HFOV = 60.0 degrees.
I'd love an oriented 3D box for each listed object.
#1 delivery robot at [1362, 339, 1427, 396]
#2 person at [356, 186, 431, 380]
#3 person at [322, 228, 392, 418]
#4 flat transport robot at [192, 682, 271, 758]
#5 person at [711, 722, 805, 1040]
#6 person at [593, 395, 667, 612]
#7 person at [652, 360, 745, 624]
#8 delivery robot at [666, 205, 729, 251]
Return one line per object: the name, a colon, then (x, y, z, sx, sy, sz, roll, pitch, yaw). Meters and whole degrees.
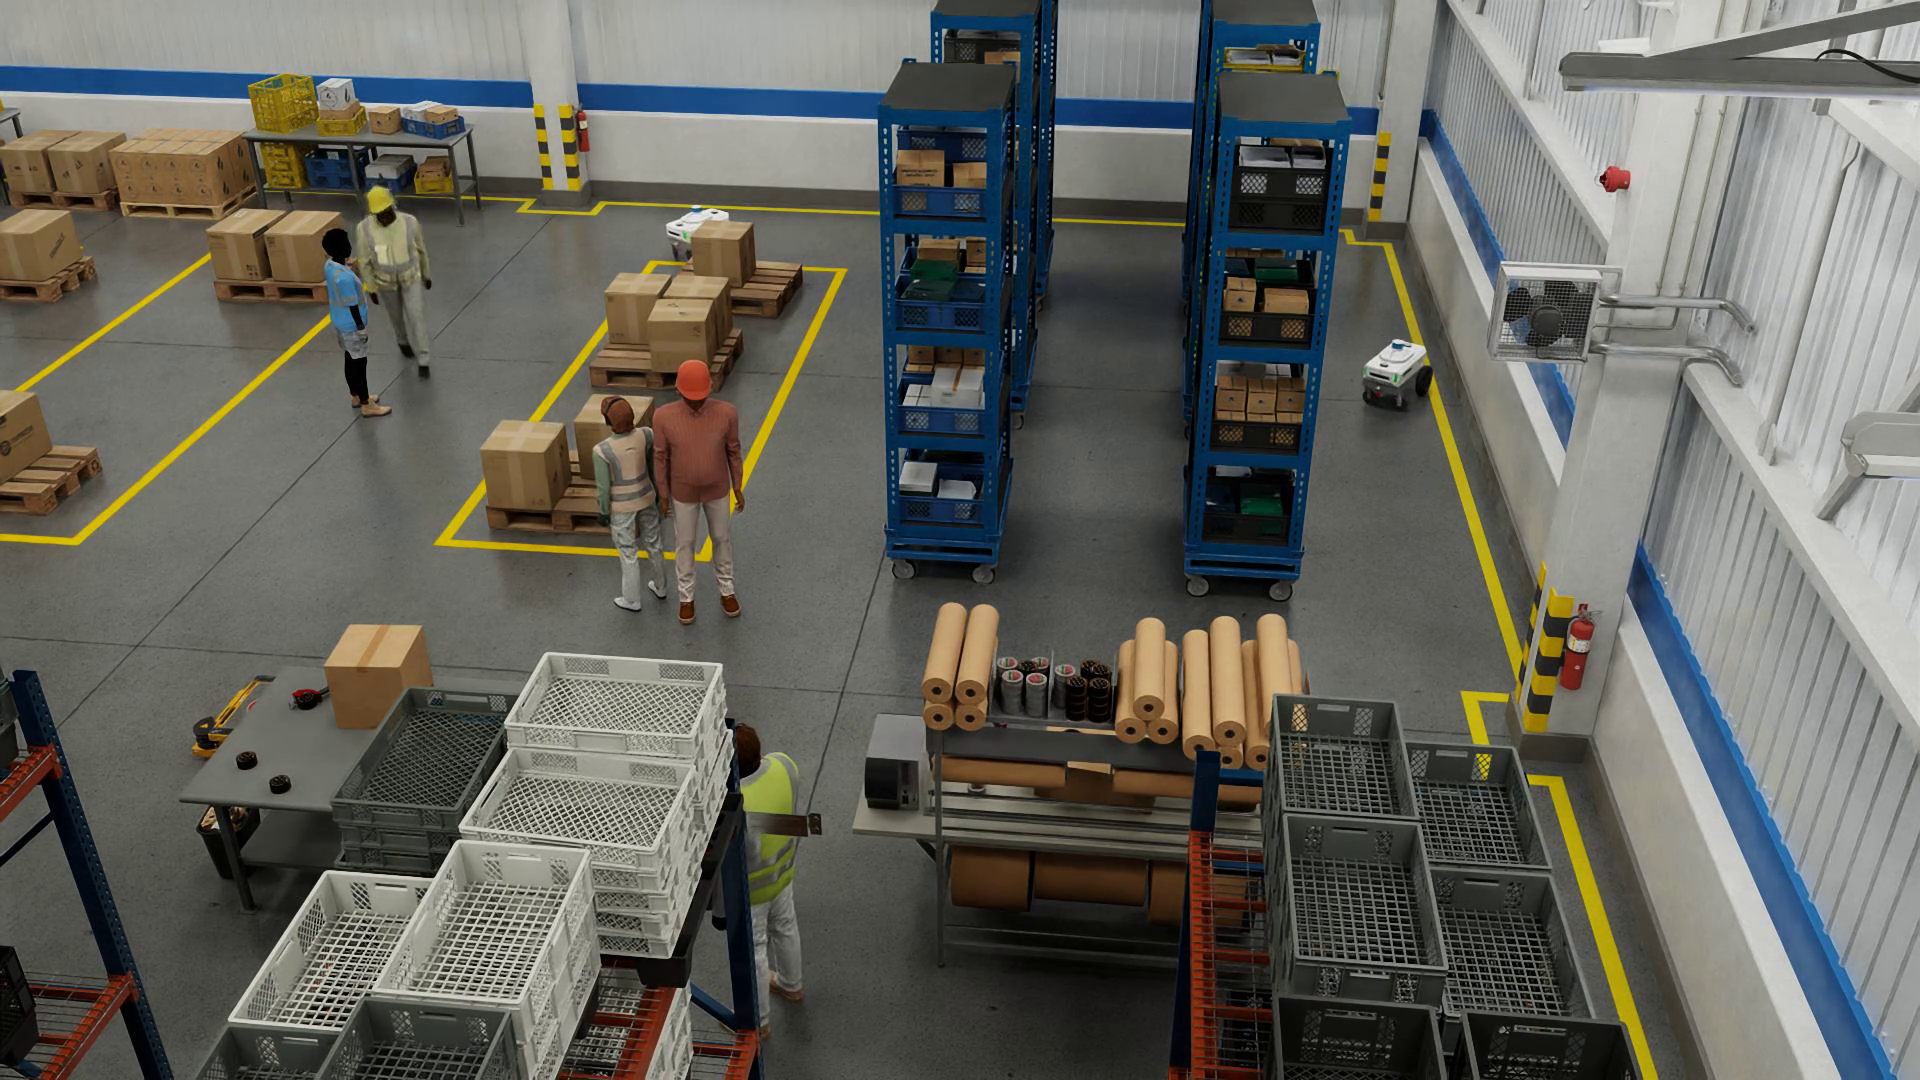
delivery robot: (3.913, -1.566, 14.966, 0.477, 0.478, 0.707, 20, 36, 30)
person: (-5.183, -2.428, 15.326, 0.588, 1.788, 0.885, -10, 32, -16)
person: (-5.299, -1.894, 14.491, 0.318, 1.697, 0.535, -20, 35, -30)
flat transport robot: (-4.089, 1.163, 10.648, 1.431, 0.197, 0.652, 3, 30, 6)
person: (-1.034, 1.668, 8.245, 0.431, 1.837, 0.629, 16, 34, 26)
person: (-2.326, -0.256, 11.731, 0.512, 1.642, 0.312, -26, 39, -37)
person: (-1.796, -0.342, 11.542, 0.611, 1.986, 0.393, -8, 31, -13)
delivery robot: (-2.855, -3.404, 18.123, 0.477, 0.478, 0.707, 22, 37, 33)
